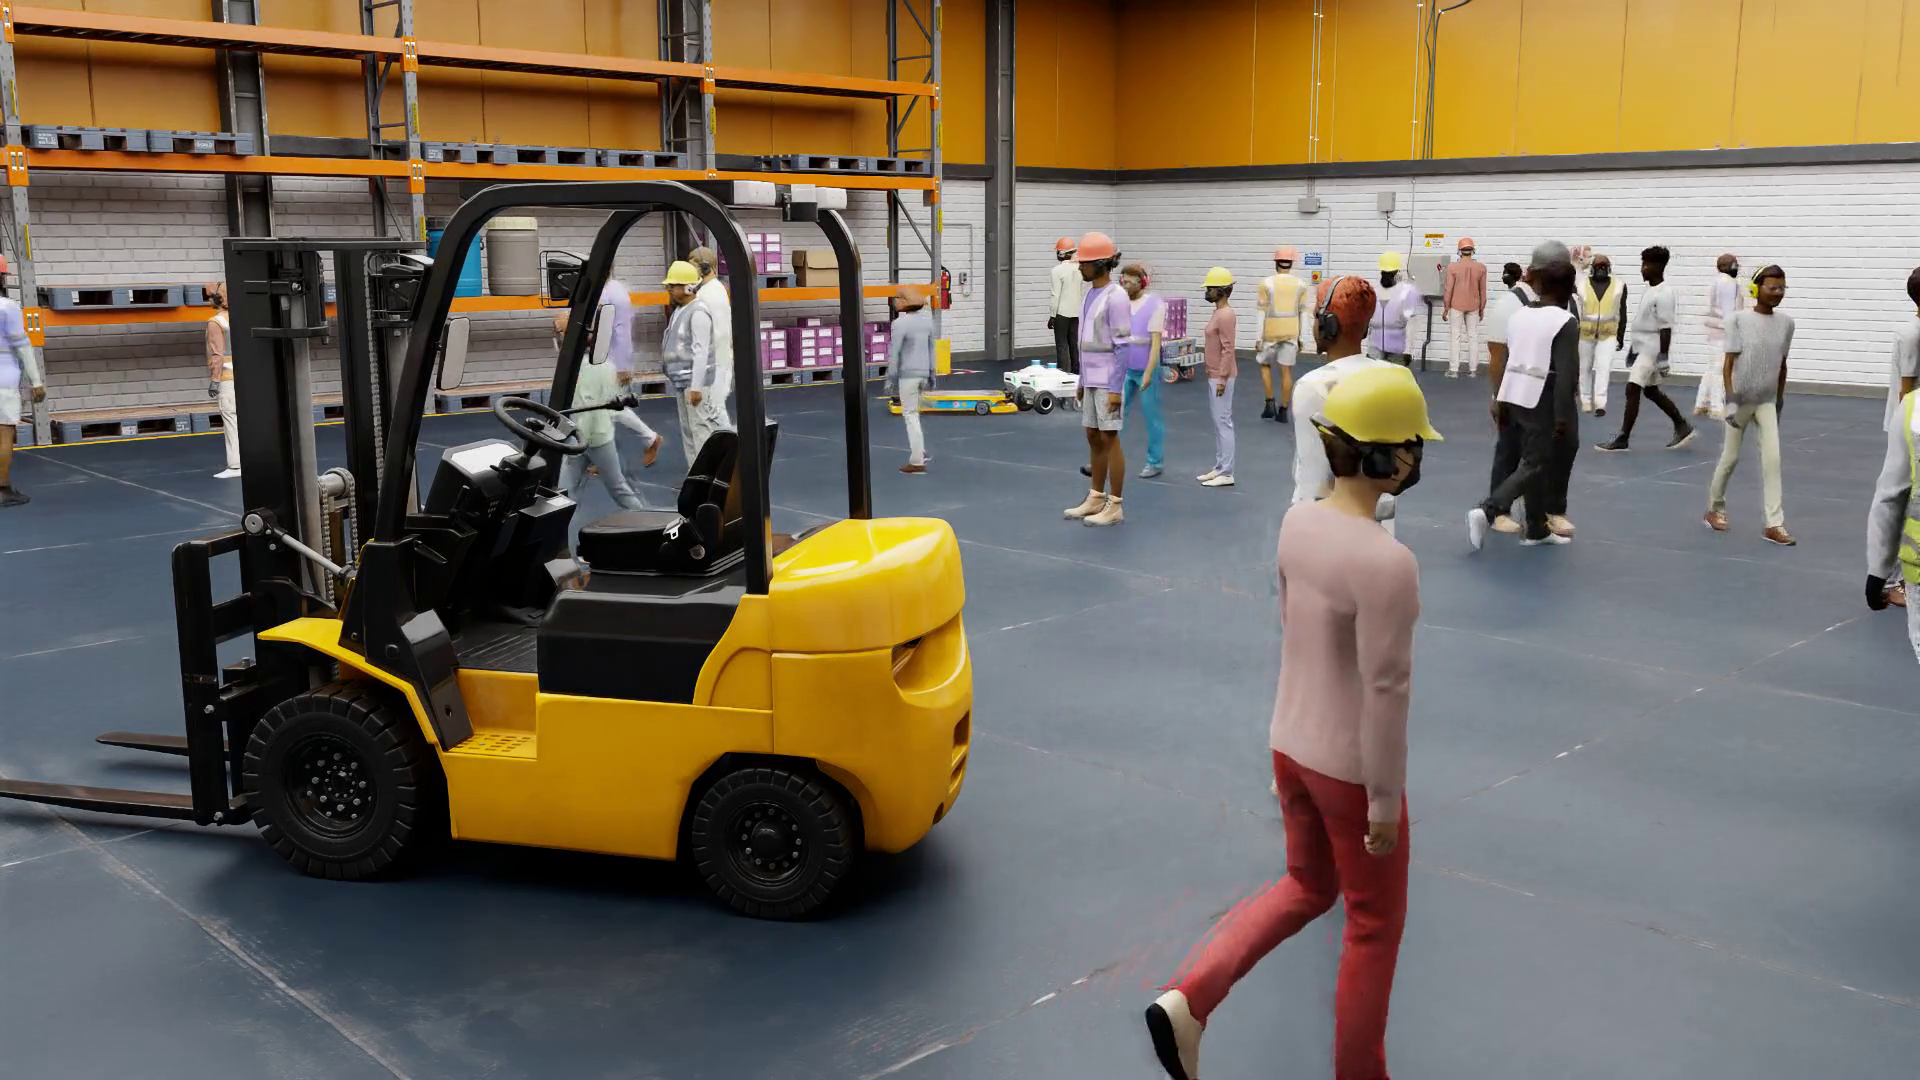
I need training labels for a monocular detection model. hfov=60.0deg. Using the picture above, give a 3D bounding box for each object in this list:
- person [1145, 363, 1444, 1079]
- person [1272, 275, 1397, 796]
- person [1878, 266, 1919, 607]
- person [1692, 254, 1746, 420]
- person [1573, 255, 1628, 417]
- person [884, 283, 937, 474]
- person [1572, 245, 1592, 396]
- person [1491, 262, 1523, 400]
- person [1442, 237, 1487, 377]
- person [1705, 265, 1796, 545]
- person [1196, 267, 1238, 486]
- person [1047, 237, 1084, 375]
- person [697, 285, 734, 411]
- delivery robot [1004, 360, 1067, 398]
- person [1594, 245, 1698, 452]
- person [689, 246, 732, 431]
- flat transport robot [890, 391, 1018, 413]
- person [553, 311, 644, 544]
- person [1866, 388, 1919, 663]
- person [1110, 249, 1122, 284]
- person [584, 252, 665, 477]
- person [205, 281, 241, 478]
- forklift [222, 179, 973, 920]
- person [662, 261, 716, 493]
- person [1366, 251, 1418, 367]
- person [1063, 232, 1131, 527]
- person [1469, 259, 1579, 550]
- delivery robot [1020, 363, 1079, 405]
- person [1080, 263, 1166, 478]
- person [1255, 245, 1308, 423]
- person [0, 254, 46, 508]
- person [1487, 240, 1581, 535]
[{"bbox_3d":[0.776,0.484,3.680,0.605,1.753,0.528,-3,11,-17],"label":"person"},{"bbox_3d":[1.347,0.014,5.899,0.575,1.882,0.360,-9,14,-41],"label":"person"},{"bbox_3d":[5.246,-0.572,9.112,0.318,1.876,0.531,8,13,36],"label":"person"},{"bbox_3d":[8.425,-2.237,18.387,0.430,1.814,0.703,2,11,13],"label":"person"},{"bbox_3d":[7.163,-2.300,18.757,0.648,1.790,0.957,4,11,19],"label":"person"},{"bbox_3d":[-0.437,-1.367,14.121,0.386,1.615,0.527,8,13,36],"label":"person"},{"bbox_3d":[7.787,-2.758,20.987,0.493,1.888,0.660,5,12,25],"label":"person"},{"bbox_3d":[6.660,-2.509,20.168,0.317,1.696,0.537,2,11,9],"label":"person"},{"bbox_3d":[7.190,-3.314,23.746,0.622,1.989,0.399,-1,10,-5],"label":"person"},{"bbox_3d":[5.326,-0.921,11.146,0.520,1.835,0.845,0,10,0],"label":"person"},{"bbox_3d":[2.084,-1.317,13.476,0.315,1.767,0.535,0,10,2],"label":"person"},{"bbox_3d":[1.389,-2.975,21.886,0.375,1.997,0.612,10,14,43],"label":"person"},{"bbox_3d":[-2.236,-1.512,14.922,0.538,1.615,0.558,6,12,31],"label":"person"},{"bbox_3d":[0.892,-1.872,19.548,0.707,0.478,0.477,-4,11,-20],"label":"delivery robot"},{"bbox_3d":[6.488,-1.779,15.537,0.907,1.937,0.620,2,11,13],"label":"person"},{"bbox_3d":[-2.032,-1.399,13.456,0.372,1.939,0.631,-2,11,-9],"label":"person"},{"bbox_3d":[-0.083,-1.584,19.009,1.431,0.197,0.652,-1,10,-4],"label":"flat transport robot"},{"bbox_3d":[-2.199,-0.581,9.981,0.878,1.585,0.500,-8,13,-36],"label":"person"},{"bbox_3d":[3.502,0.090,5.737,0.644,1.803,0.952,10,14,43],"label":"person"},{"bbox_3d":[2.218,-3.394,24.654,0.894,1.817,0.663,-3,11,-16],"label":"person"},{"bbox_3d":[-2.868,-1.480,13.965,0.601,1.920,0.659,-8,13,-37],"label":"person"},{"bbox_3d":[-6.108,-1.335,13.913,0.310,1.642,0.514,1,10,4],"label":"person"},{"bbox_3d":[-1.114,-0.058,5.440,2.313,2.155,1.214,2,11,13],"label":"forklift"},{"bbox_3d":[-2.101,-1.239,12.904,0.404,1.826,0.594,-5,12,-26],"label":"person"},{"bbox_3d":[4.382,-1.985,16.843,0.584,1.884,0.926,8,13,37],"label":"person"},{"bbox_3d":[0.964,-1.111,11.606,0.394,2.040,0.608,-4,11,-19],"label":"person"},{"bbox_3d":[3.614,-0.851,10.649,0.830,1.883,0.637,-3,11,-18],"label":"person"},{"bbox_3d":[1.052,-1.784,19.071,0.707,0.478,0.477,-6,12,-29],"label":"delivery robot"},{"bbox_3d":[1.402,-1.370,13.695,0.567,1.791,0.917,8,13,37],"label":"person"},{"bbox_3d":[3.475,-2.236,18.071,0.564,1.915,0.517,-1,10,-4],"label":"person"},{"bbox_3d":[-7.153,-1.208,12.462,0.561,1.920,0.547,3,11,14],"label":"person"},{"bbox_3d":[3.874,-1.036,11.193,0.710,2.000,0.677,-4,11,-19],"label":"person"}]
